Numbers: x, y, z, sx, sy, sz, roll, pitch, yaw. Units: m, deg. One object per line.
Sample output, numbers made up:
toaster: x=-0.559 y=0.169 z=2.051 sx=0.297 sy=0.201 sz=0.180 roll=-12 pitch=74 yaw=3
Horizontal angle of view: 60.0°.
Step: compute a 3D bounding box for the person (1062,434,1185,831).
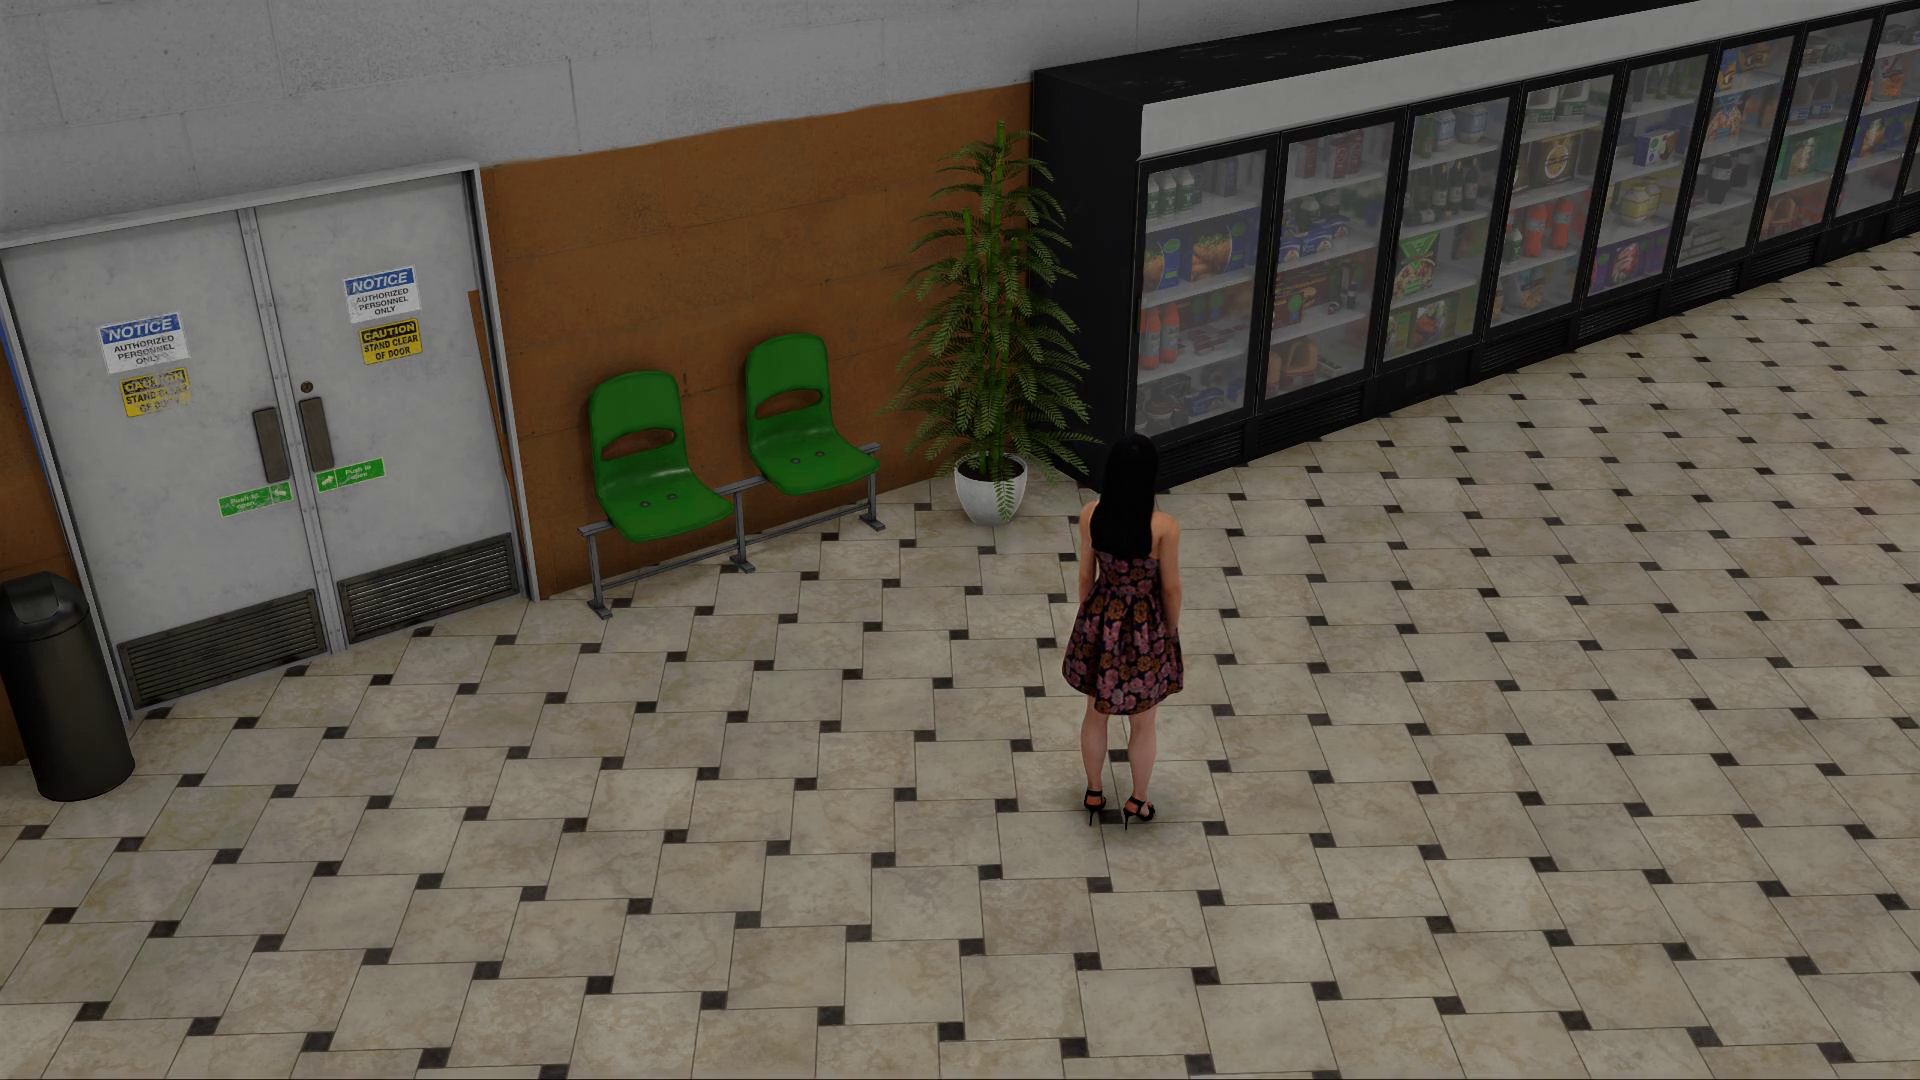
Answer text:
person: x=0.659 y=0.388 z=6.621 sx=0.784 sy=1.775 sz=0.860 roll=10 pitch=30 yaw=18
